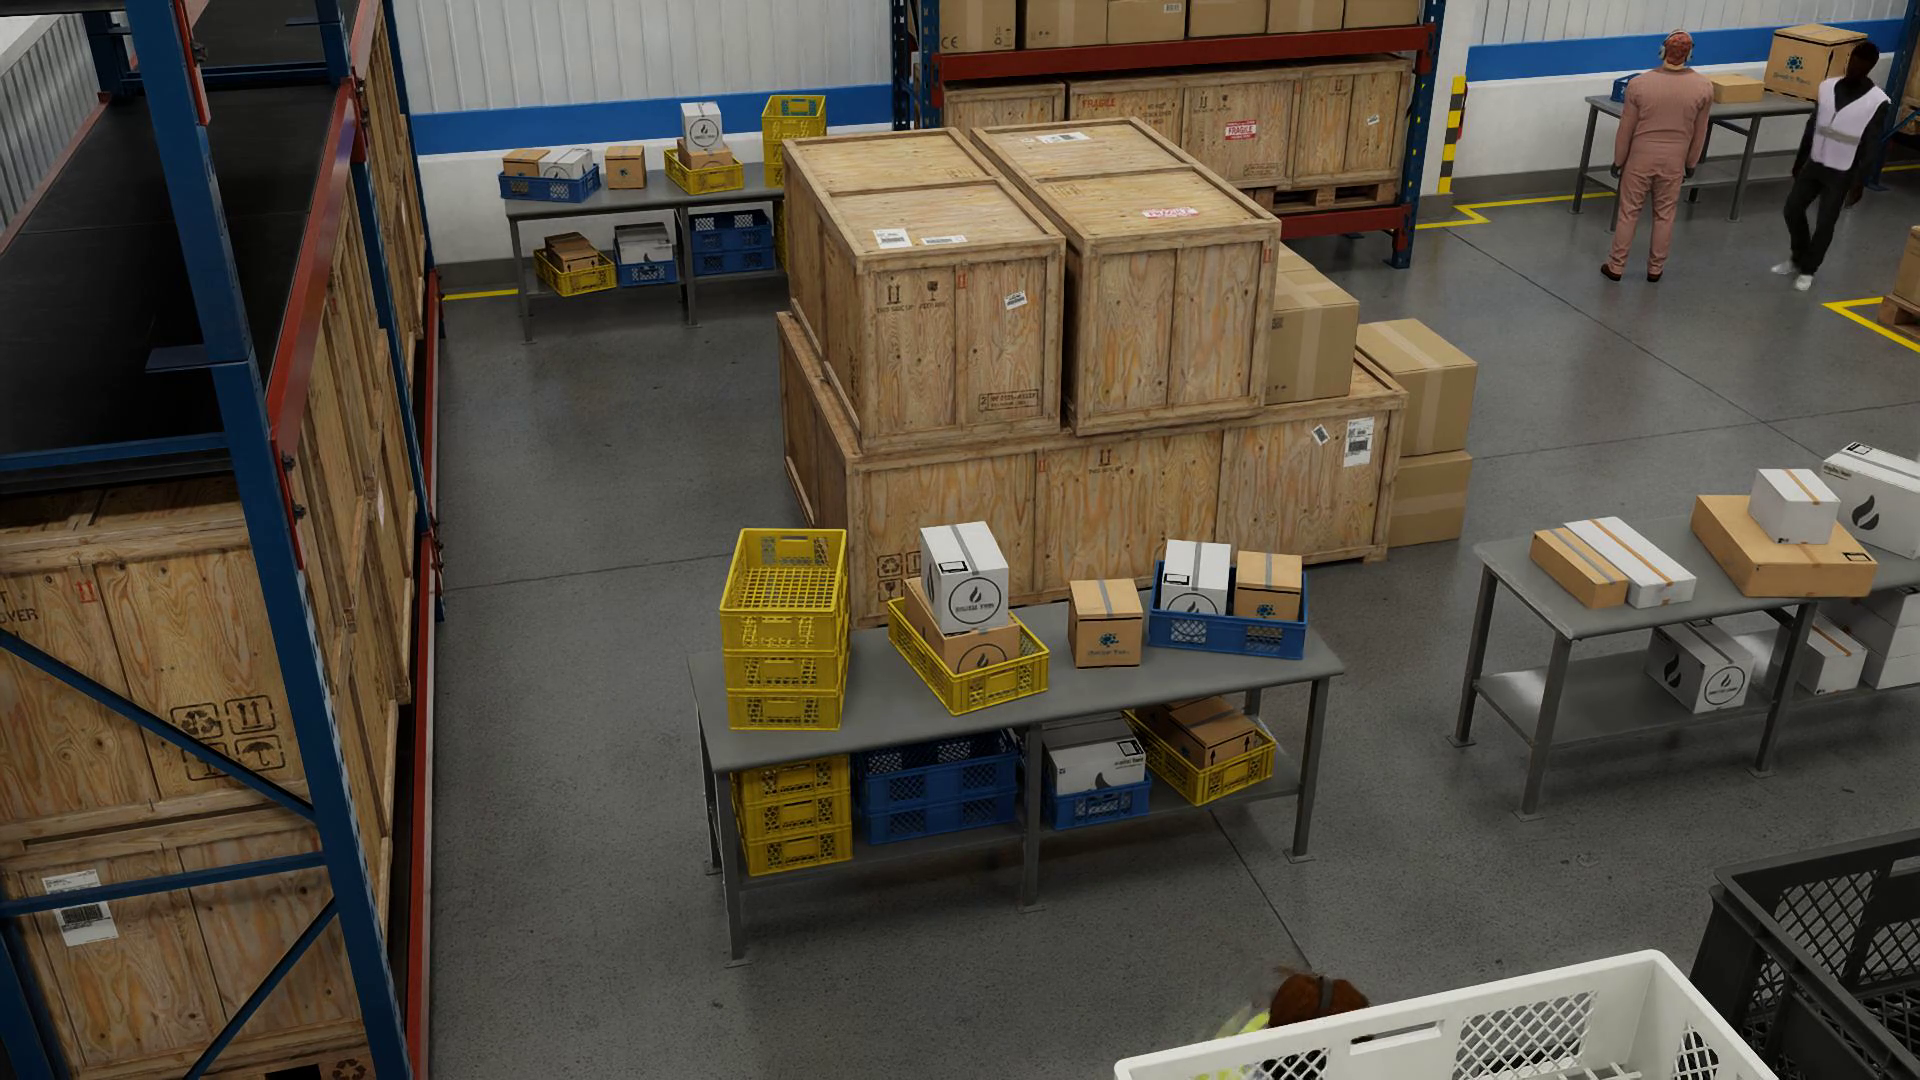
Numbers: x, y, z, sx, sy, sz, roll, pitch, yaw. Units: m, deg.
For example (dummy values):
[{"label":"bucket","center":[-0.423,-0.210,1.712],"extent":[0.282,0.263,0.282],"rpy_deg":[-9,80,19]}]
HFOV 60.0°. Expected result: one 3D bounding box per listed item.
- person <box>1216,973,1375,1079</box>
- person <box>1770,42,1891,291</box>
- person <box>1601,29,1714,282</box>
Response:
[{"label":"person","center":[0.678,1.777,4.300],"extent":[0.875,1.802,0.661],"rpy_deg":[13,32,23]},{"label":"person","center":[6.584,-2.804,12.516],"extent":[0.451,1.890,0.657],"rpy_deg":[-14,32,-23]},{"label":"person","center":[5.304,-2.913,12.694],"extent":[0.641,1.908,0.408],"rpy_deg":[5,29,9]}]
